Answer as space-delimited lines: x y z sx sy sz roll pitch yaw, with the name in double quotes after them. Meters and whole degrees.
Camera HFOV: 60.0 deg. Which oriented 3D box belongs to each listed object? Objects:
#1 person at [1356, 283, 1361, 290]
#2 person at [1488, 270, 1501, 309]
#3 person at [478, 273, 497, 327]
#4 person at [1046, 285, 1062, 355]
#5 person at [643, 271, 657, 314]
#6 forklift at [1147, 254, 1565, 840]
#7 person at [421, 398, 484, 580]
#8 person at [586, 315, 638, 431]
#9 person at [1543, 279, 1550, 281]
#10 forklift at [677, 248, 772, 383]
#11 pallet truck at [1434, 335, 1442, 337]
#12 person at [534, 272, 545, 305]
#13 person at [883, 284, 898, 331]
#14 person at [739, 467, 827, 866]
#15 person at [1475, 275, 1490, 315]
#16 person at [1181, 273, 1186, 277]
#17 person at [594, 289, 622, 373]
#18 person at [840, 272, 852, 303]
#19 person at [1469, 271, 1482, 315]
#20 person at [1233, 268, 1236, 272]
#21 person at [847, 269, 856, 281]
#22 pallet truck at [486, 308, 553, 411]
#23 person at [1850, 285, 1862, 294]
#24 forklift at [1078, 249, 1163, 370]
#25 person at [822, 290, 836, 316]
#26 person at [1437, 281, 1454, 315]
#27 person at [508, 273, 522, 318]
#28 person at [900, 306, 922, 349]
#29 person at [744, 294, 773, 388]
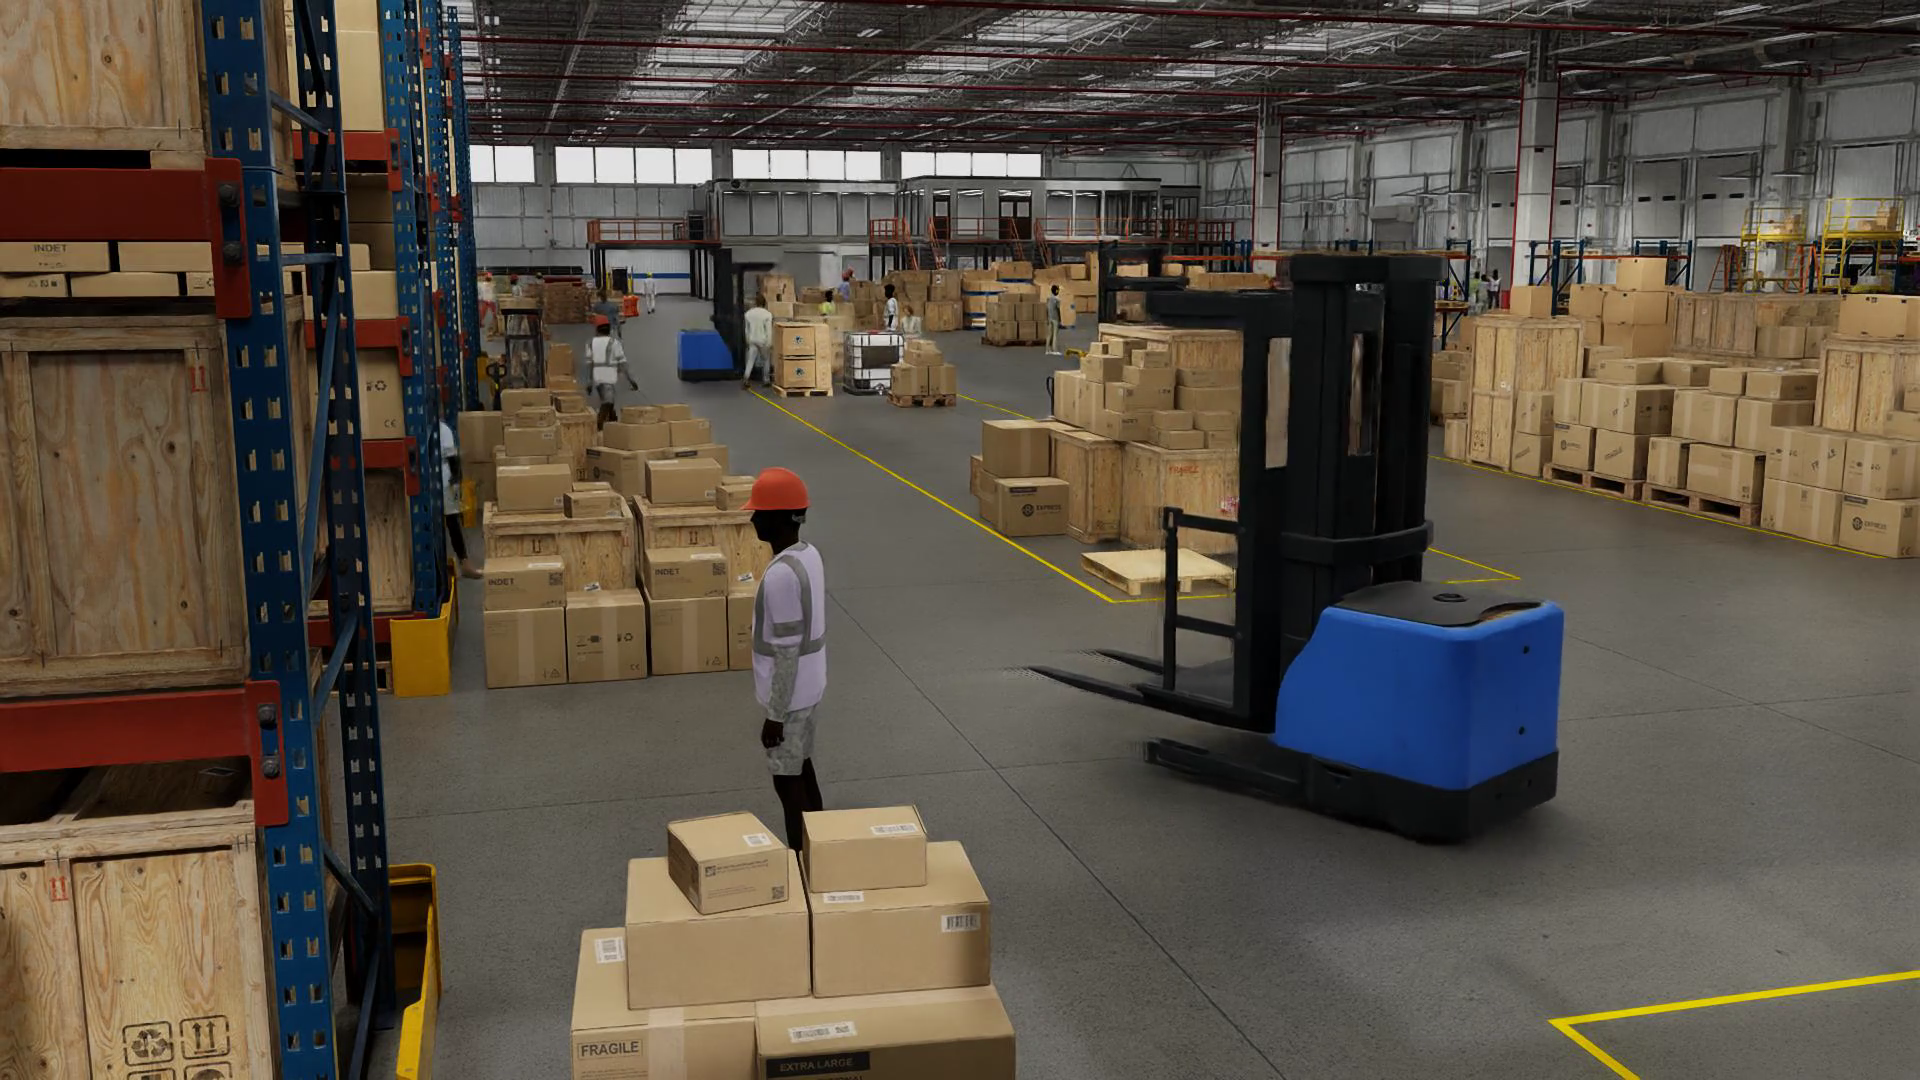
13.076 -7.825 55.202 0.460 1.917 0.664 10 14 44 "person"
22.660 -10.490 70.412 0.585 1.872 0.938 -1 10 -4 "person"
-16.701 -8.498 58.967 1.046 1.937 0.649 3 11 18 "person"
2.490 -5.832 44.101 0.320 1.858 0.522 -9 14 -42 "person"
-13.192 -10.513 70.721 0.596 1.818 0.467 -1 10 -7 "person"
2.076 -0.078 8.614 1.129 2.768 1.873 -9 14 -42 "forklift"
-4.473 -0.464 14.275 0.738 1.656 0.319 2 10 12 "person"
-5.016 -2.290 23.955 0.653 1.869 0.987 5 11 27 "person"
17.113 -6.706 48.834 0.630 1.927 0.462 -1 10 -6 "person"
-5.001 -4.740 35.015 1.873 2.768 1.129 -3 10 -15 "forklift"
14.620 -7.324 52.145 0.823 1.965 1.885 8 13 40 "pallet truck"
-18.828 -11.161 74.641 0.494 1.719 0.665 -4 11 -21 "person"
-1.677 -5.186 40.130 0.367 1.966 0.607 1 10 3 "person"
-0.760 0.650 7.159 0.356 1.936 0.551 1 10 6 "person"
19.686 -9.067 62.577 0.571 1.818 1.003 4 11 21 "person"
8.404 -9.066 62.371 0.349 1.878 0.571 -6 12 -31 "person"
-7.979 -4.727 37.719 0.713 1.899 0.459 4 11 19 "person"
-4.176 -8.771 60.537 0.650 1.922 0.567 -7 12 -35 "person"
21.836 -10.409 70.143 0.628 1.816 0.712 -1 10 -4 "person"
13.919 -12.957 84.471 0.508 1.846 0.345 6 12 30 "person"
-4.564 -10.315 69.242 0.353 1.942 0.545 -9 14 -43 "person"
-6.242 -2.418 24.362 0.823 1.965 1.885 1 10 3 "pallet truck"
23.073 -5.602 42.682 0.823 1.896 0.585 3 10 16 "person"
2.558 -3.002 25.172 1.129 2.768 1.873 -3 10 -15 "forklift"
-3.518 -5.881 44.856 0.375 1.680 0.550 6 12 30 "person"
15.785 -7.641 54.164 0.390 1.921 0.583 -9 13 -41 "person"
-13.940 -7.395 52.482 0.610 2.026 0.608 -2 10 -9 "person"
-1.042 -4.254 35.894 0.530 1.602 0.593 4 11 21 "person"
-4.070 -3.994 33.525 0.651 1.917 0.818 4 11 21 "person"
